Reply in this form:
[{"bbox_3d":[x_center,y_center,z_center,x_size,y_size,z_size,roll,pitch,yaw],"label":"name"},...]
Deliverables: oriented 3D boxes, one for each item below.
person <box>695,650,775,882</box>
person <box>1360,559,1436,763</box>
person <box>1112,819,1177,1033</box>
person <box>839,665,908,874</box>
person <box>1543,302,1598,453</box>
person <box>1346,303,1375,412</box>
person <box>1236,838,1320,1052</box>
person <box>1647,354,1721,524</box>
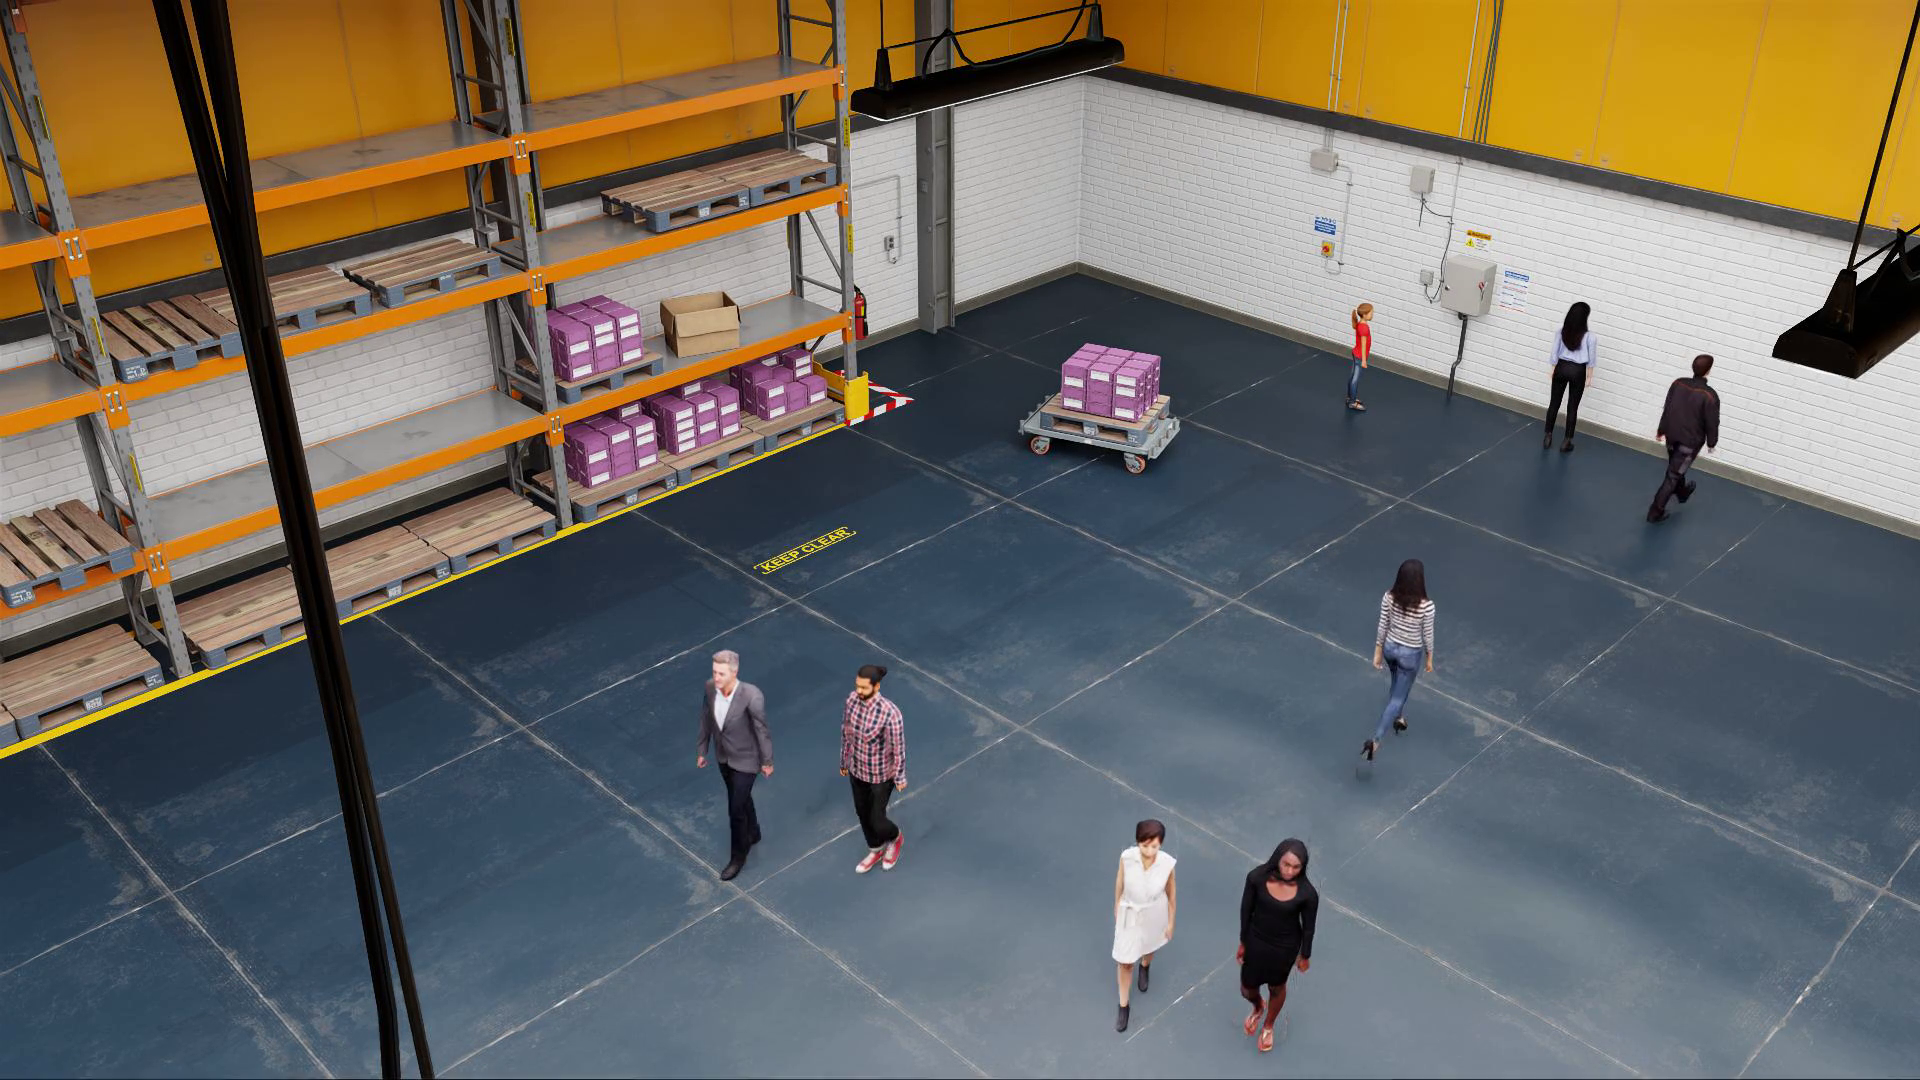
[{"bbox_3d":[-1.604,1.557,12.334,0.837,1.824,0.894,18,34,30],"label":"person"},{"bbox_3d":[3.527,1.013,13.403,0.703,1.758,1.165,20,35,32],"label":"person"},{"bbox_3d":[1.222,2.431,11.050,0.865,1.521,0.978,4,29,7],"label":"person"},{"bbox_3d":[-0.596,1.648,12.243,0.714,1.752,0.648,21,35,33],"label":"person"},{"bbox_3d":[6.825,-1.836,18.639,0.689,1.745,0.609,18,33,30],"label":"person"},{"bbox_3d":[4.743,-2.195,19.750,0.635,1.310,0.570,2,29,4],"label":"person"},{"bbox_3d":[2.021,2.540,10.659,0.723,1.704,0.736,13,31,23],"label":"person"},{"bbox_3d":[7.362,-1.003,17.055,1.181,1.799,0.919,-16,32,-27],"label":"person"}]
